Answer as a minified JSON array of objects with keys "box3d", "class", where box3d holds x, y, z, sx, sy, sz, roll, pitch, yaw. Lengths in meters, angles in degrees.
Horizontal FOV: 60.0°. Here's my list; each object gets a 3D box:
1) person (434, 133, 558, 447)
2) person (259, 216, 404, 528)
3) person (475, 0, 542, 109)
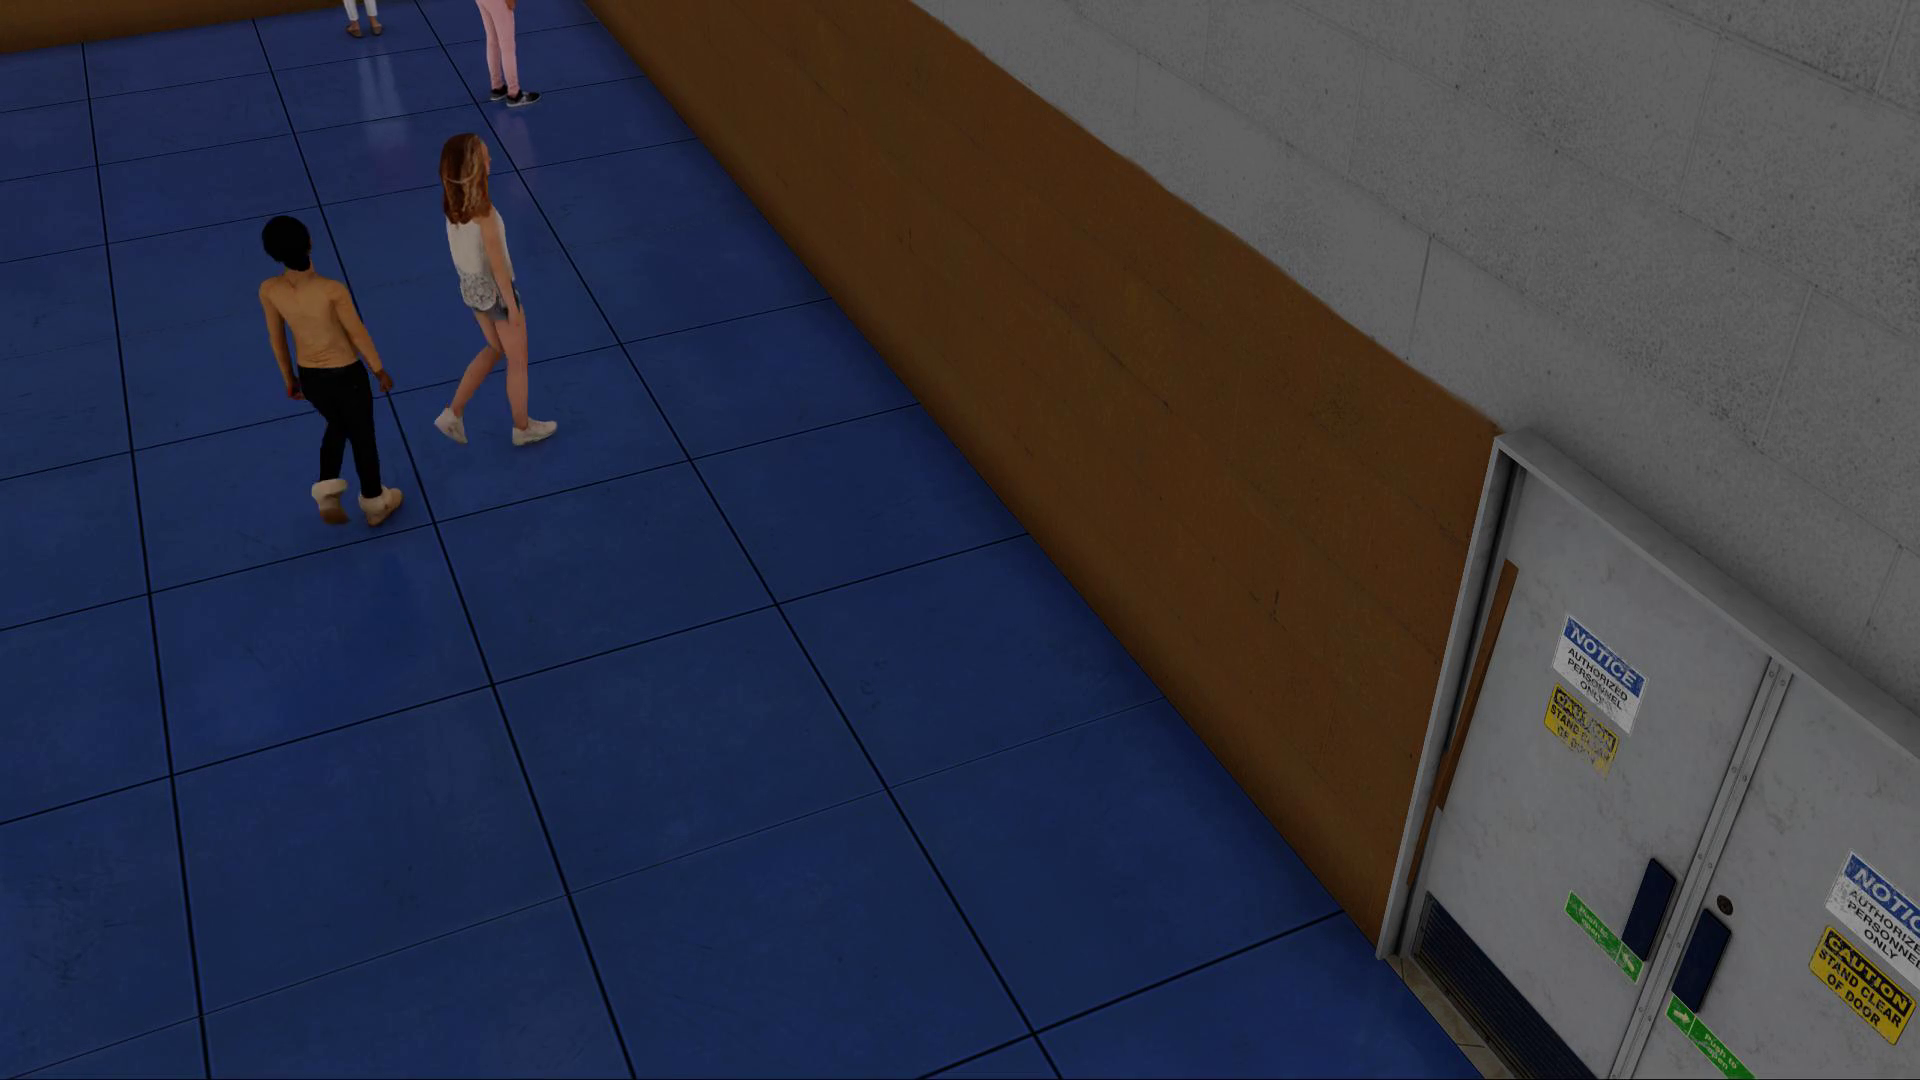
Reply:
[{"box3d":[-2.434,-1.178,8.337,0.945,1.744,0.749,-29,45,-32],"class":"person"},{"box3d":[-2.987,-0.719,7.808,0.836,1.645,0.886,8,38,10],"class":"person"},{"box3d":[-3.428,-3.987,12.230,0.597,1.564,0.597,-31,47,-34],"class":"person"}]
